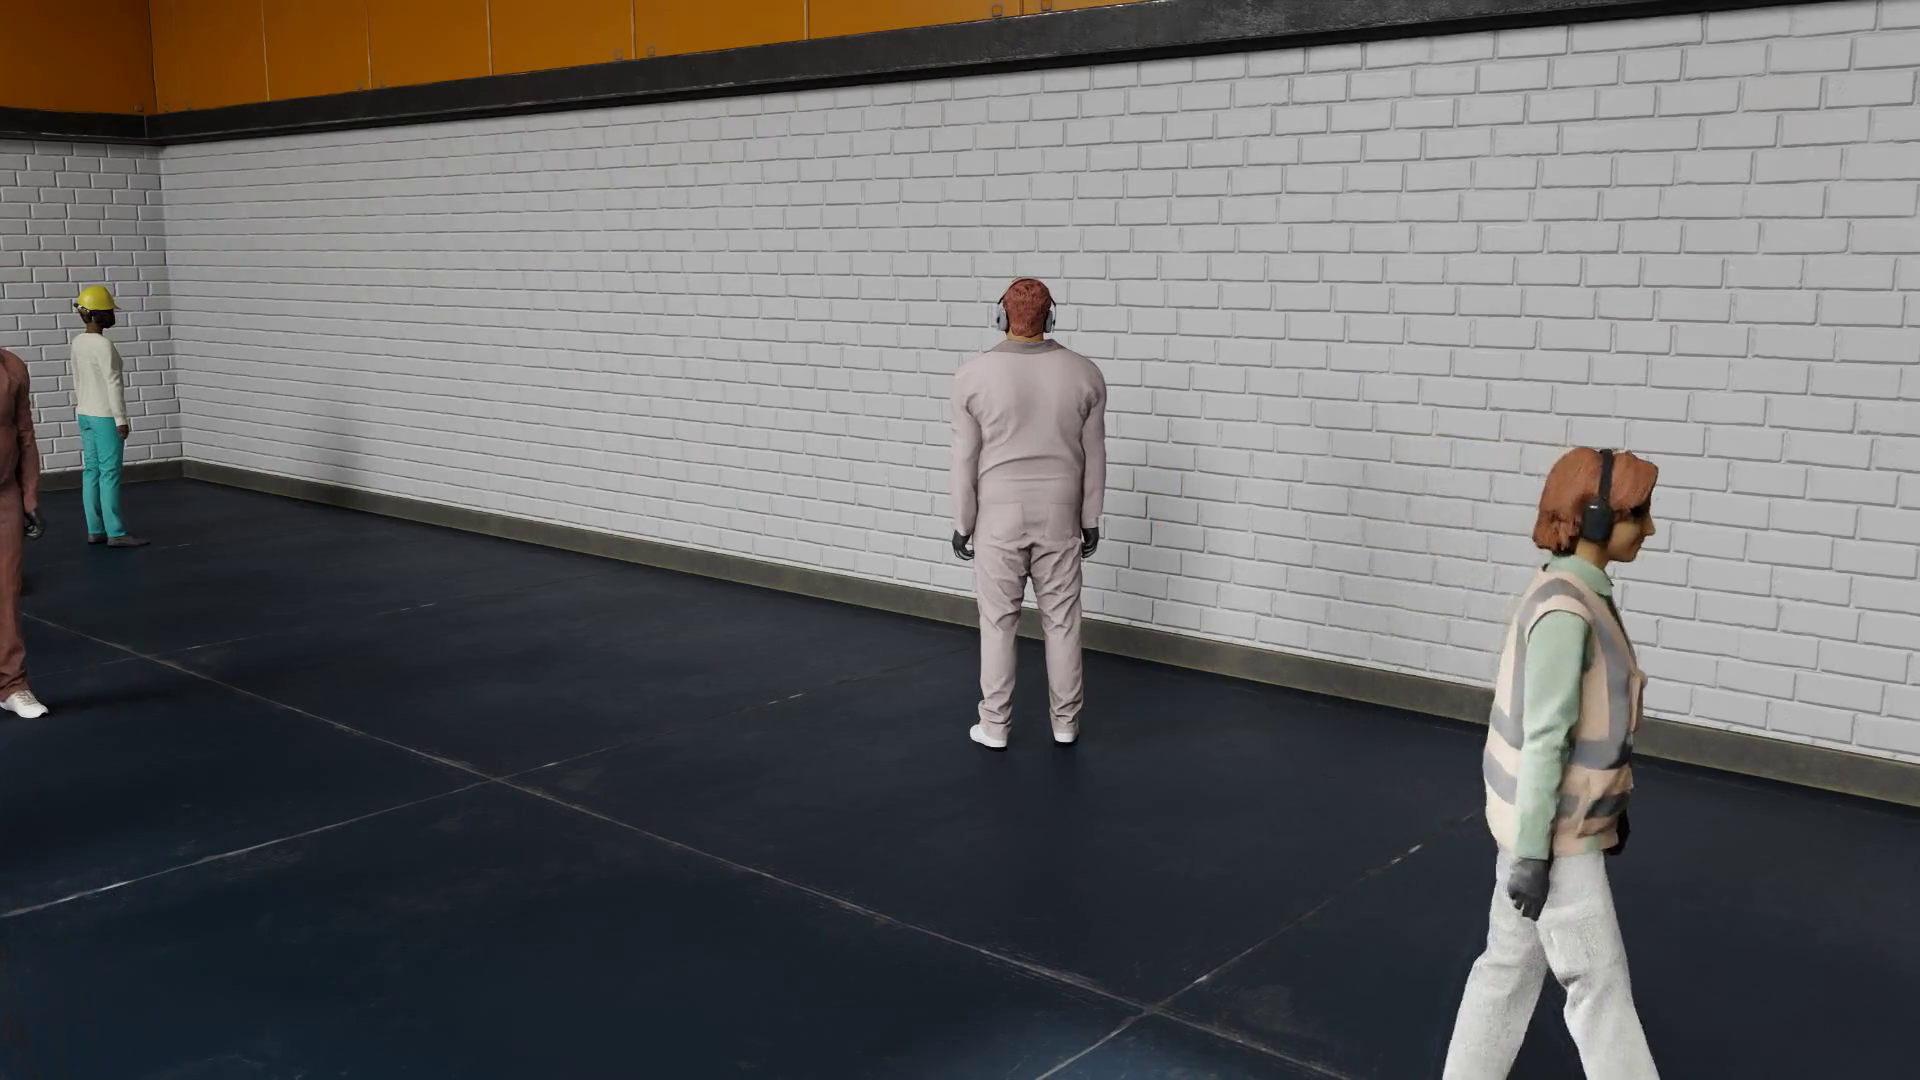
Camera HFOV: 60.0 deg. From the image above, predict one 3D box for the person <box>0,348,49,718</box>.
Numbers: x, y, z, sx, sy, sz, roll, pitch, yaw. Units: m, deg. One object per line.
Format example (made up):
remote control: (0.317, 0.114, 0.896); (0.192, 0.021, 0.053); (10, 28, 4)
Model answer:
person: (-4.189, -0.148, 7.005); (0.409, 1.909, 0.640); (9, 13, 40)

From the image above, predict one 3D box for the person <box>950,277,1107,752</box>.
person: (0.265, -0.094, 6.701); (0.643, 1.908, 0.410); (-2, 10, -10)

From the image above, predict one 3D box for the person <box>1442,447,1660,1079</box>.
person: (1.353, 0.614, 3.477); (0.692, 1.607, 0.543); (4, 11, 21)

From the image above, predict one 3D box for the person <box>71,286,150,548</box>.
person: (-5.797, -0.829, 11.278); (0.524, 1.769, 0.316); (8, 13, 37)
